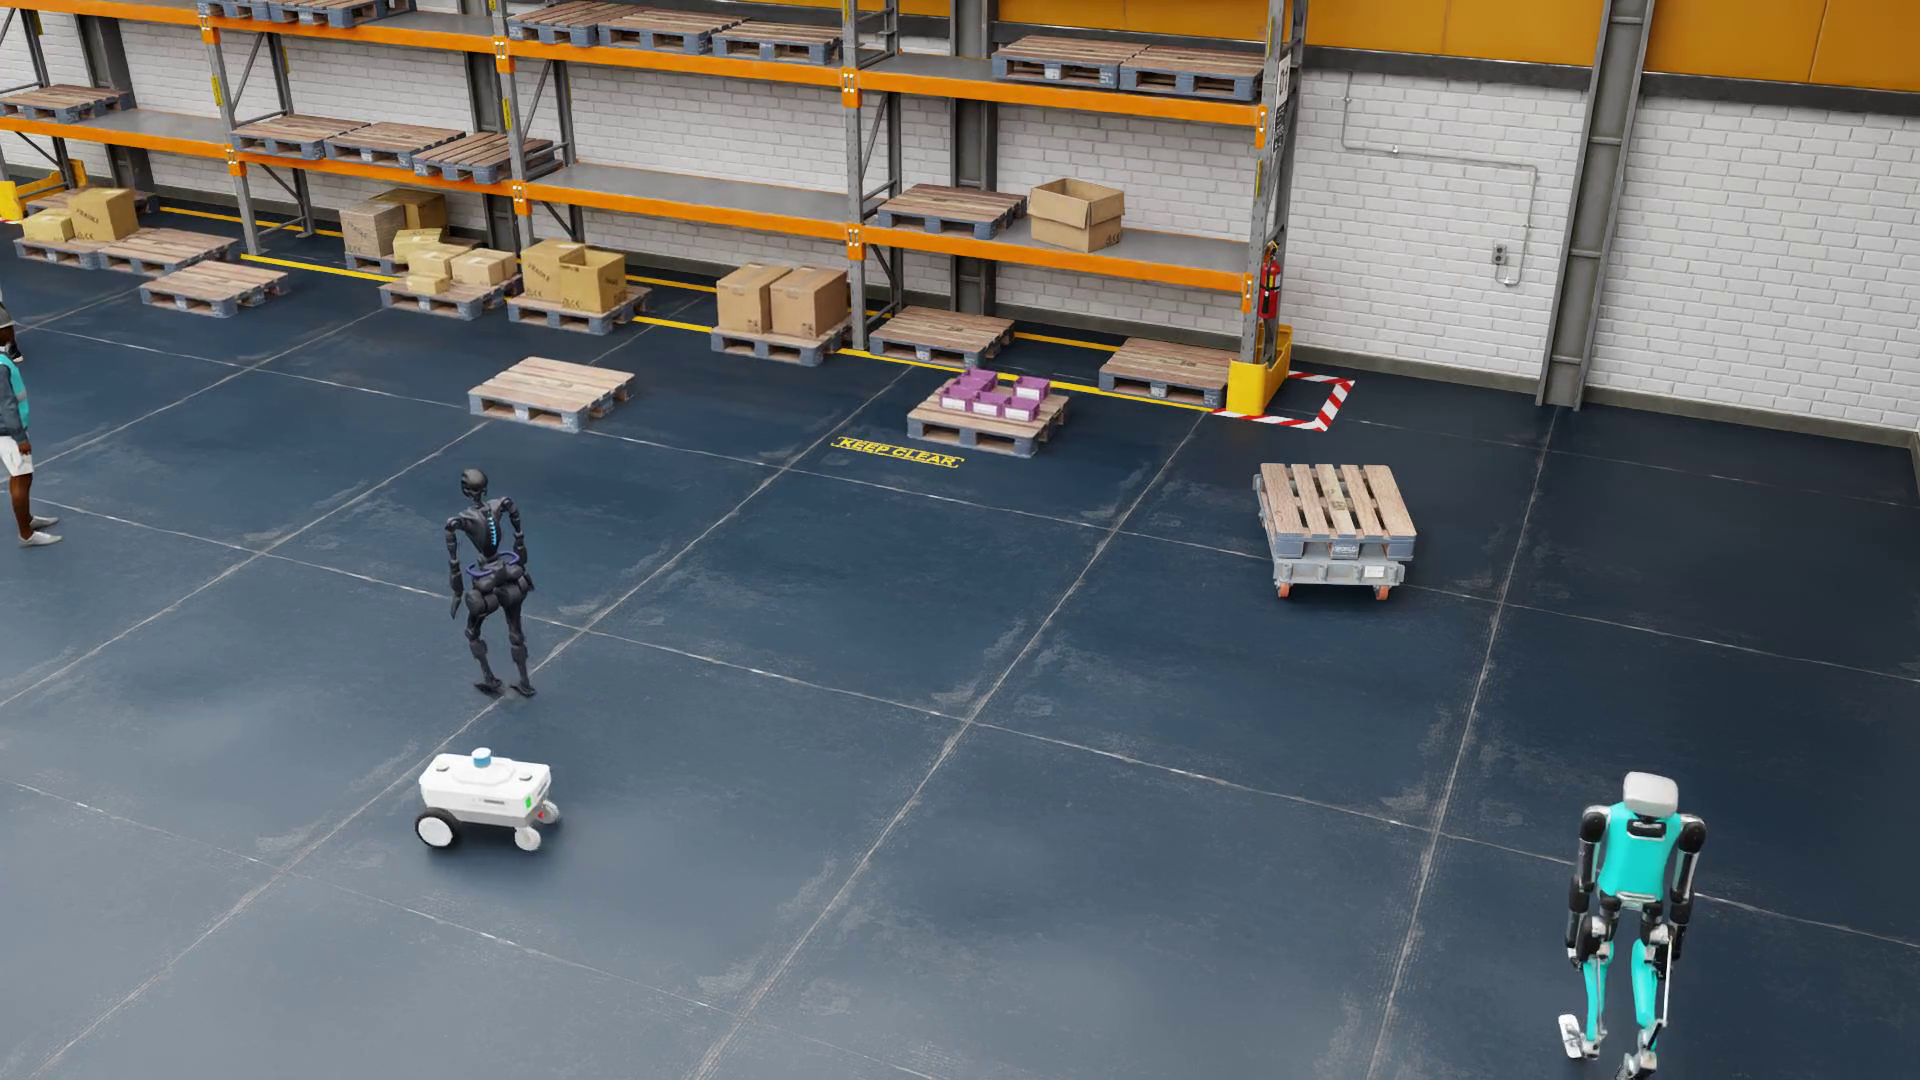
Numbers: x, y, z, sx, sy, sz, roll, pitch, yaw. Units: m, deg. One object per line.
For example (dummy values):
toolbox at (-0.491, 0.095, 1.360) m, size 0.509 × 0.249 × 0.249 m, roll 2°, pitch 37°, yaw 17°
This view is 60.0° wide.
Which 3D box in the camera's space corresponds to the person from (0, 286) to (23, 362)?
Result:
person at (-9.612, -2.664, 16.248) m, size 0.610 × 1.962 × 0.364 m, roll 23°, pitch 35°, yaw 37°

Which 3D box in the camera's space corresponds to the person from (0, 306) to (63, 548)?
person at (-7.330, -0.885, 12.848) m, size 0.462 × 1.928 × 0.572 m, roll -15°, pitch 31°, yaw -26°

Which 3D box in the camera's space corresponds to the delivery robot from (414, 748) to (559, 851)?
delivery robot at (-2.780, 1.491, 9.732) m, size 0.791 × 0.598 × 0.499 m, roll 5°, pitch 28°, yaw 9°

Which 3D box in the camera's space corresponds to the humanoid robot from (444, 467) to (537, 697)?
humanoid robot at (-3.061, 0.268, 10.875) m, size 0.456 × 1.647 × 0.585 m, roll 24°, pitch 36°, yaw 38°

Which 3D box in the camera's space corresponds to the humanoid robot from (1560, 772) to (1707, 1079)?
humanoid robot at (3.035, 1.927, 7.592) m, size 0.547 × 1.765 × 0.927 m, roll 6°, pitch 28°, yaw 11°
